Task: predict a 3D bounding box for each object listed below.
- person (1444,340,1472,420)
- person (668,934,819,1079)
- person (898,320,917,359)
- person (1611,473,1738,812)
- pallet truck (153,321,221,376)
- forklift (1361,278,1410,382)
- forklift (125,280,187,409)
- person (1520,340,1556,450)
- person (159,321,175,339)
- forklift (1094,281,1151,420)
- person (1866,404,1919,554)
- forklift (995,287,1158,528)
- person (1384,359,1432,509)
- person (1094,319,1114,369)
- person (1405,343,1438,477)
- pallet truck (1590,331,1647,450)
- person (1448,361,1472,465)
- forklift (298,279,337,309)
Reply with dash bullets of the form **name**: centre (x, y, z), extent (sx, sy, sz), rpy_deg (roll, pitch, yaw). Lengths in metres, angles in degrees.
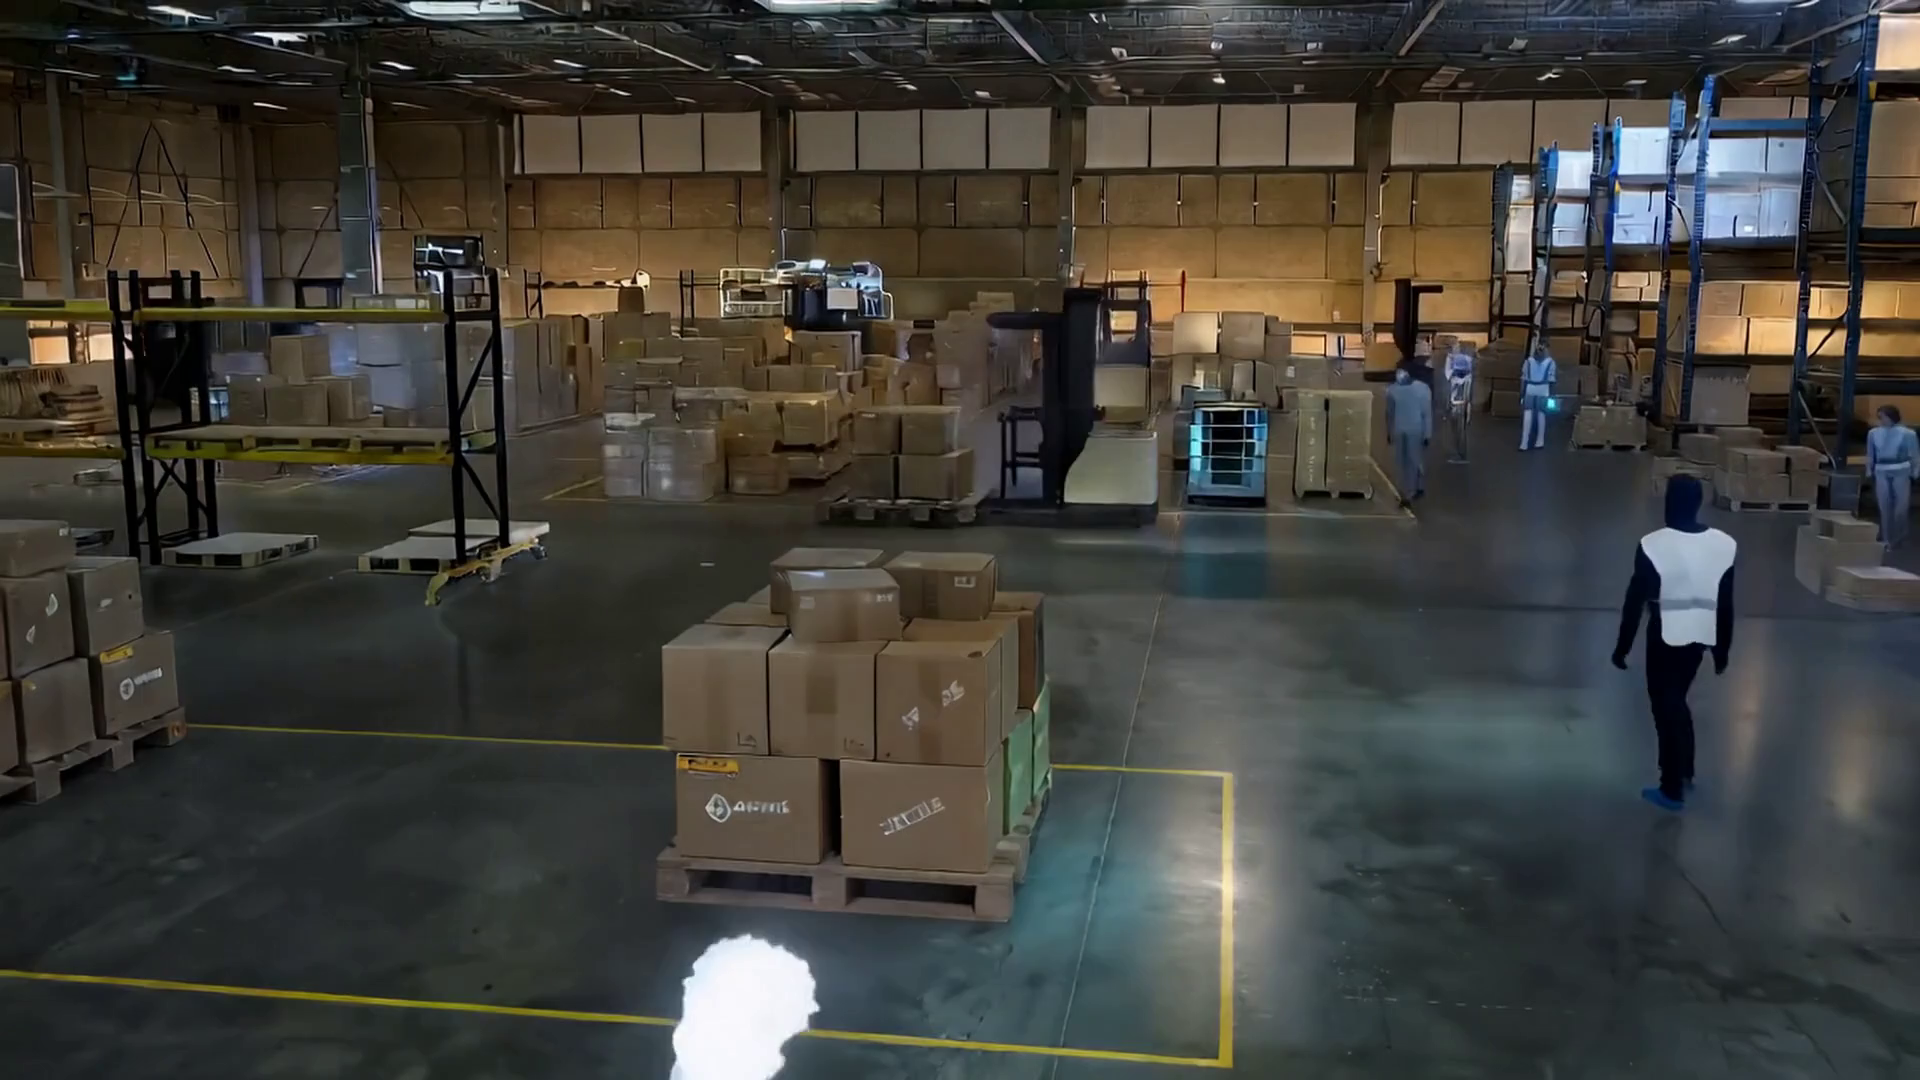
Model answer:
- **person**: centre (9.962, -3.187, 33.323), extent (0.546, 1.644, 0.895), rpy_deg (1, 9, 4)
- **person**: centre (-0.494, 1.642, 2.754), extent (0.767, 1.925, 0.476), rpy_deg (-5, 10, -27)
- **person**: centre (-1.409, -5.095, 44.965), extent (0.538, 1.698, 0.320), rpy_deg (0, 9, -1)
- **person**: centre (4.031, 0.569, 9.429), extent (0.597, 1.899, 0.559), rpy_deg (-3, 10, -16)
- **pallet truck**: centre (-21.869, -5.598, 47.154), extent (0.823, 1.965, 1.885), rpy_deg (4, 10, 26)
- **forklift**: centre (11.882, -5.672, 44.897), extent (1.873, 2.768, 1.129), rpy_deg (1, 9, 9)
- **forklift**: centre (-17.528, -4.337, 36.665), extent (1.873, 2.768, 1.129), rpy_deg (6, 11, 33)
- **person**: centre (9.826, -2.475, 28.328), extent (0.584, 1.867, 1.003), rpy_deg (6, 11, 31)
- **person**: centre (-21.580, -5.280, 45.415), extent (0.372, 1.927, 0.596), rpy_deg (5, 10, 27)
- **forklift**: centre (3.330, -3.911, 34.034), extent (1.129, 2.768, 1.873), rpy_deg (1, 9, 9)
- **person**: centre (10.070, -0.664, 17.912), extent (0.549, 1.616, 0.547), rpy_deg (-7, 12, -39)
- **forklift**: centre (1.424, -1.605, 19.810), extent (1.873, 2.768, 1.129), rpy_deg (1, 9, 9)
- **person**: centre (5.796, -1.380, 21.408), extent (0.647, 1.911, 0.657), rpy_deg (-9, 13, -44)
- **person**: centre (3.335, -4.281, 39.367), extent (0.552, 1.881, 0.997), rpy_deg (-1, 9, -9)
- **person**: centre (6.738, -1.898, 24.397), extent (0.643, 1.973, 0.460), rpy_deg (-5, 11, -29)
- **pallet truck**: centre (11.253, -2.573, 28.499), extent (0.823, 1.965, 1.885), rpy_deg (5, 10, 27)
- **person**: centre (7.836, -1.983, 25.994), extent (0.314, 1.631, 0.524), rpy_deg (0, 9, -1)
- **forklift**: centre (-16.119, -5.175, 41.832), extent (1.129, 2.768, 1.873), rpy_deg (-5, 10, -28)
